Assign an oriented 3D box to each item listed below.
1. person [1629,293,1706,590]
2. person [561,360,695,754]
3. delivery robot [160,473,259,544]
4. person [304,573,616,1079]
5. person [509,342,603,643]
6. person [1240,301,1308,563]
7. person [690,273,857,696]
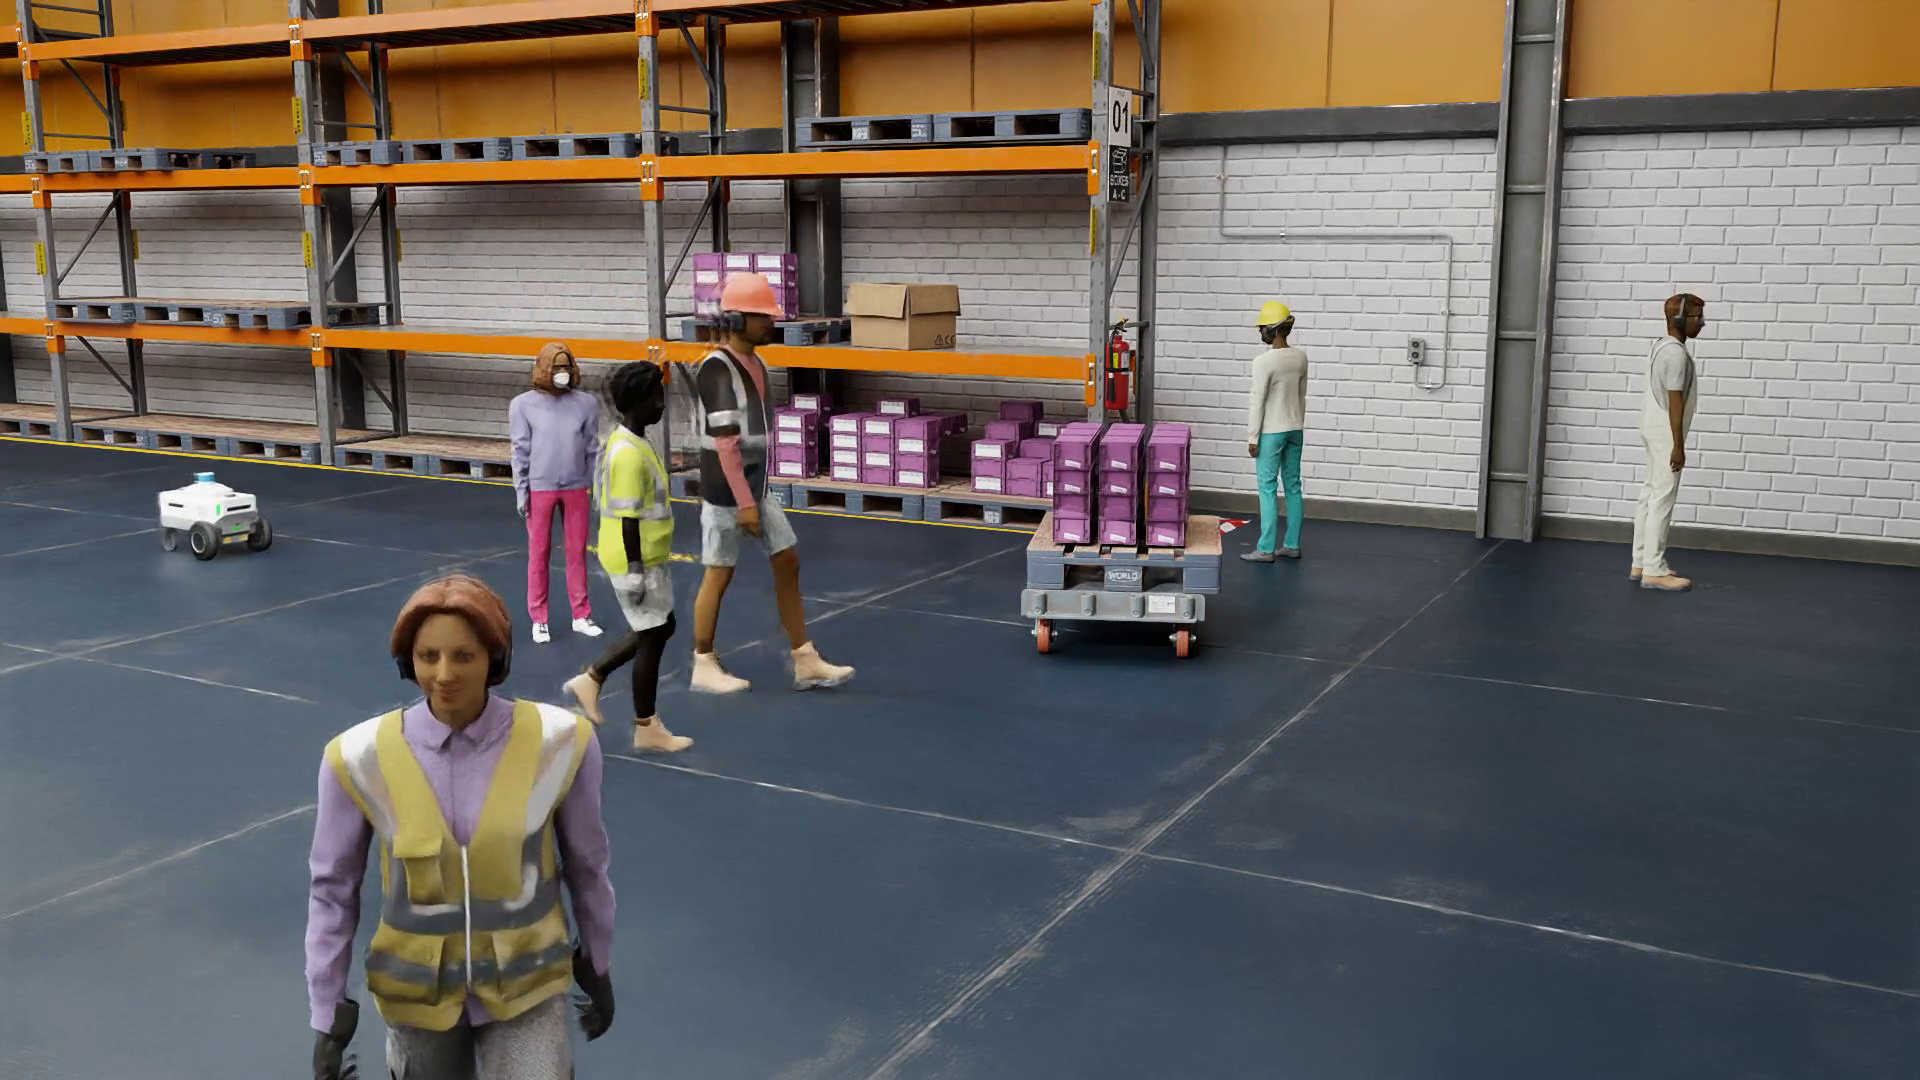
[{"bbox_3d":[4.422,-0.616,10.389,0.326,1.842,0.515,2,10,9],"label":"person"},{"bbox_3d":[-1.403,0.082,6.987,0.465,1.679,0.537,-2,10,-9],"label":"person"},{"bbox_3d":[-5.201,-0.223,11.511,0.707,0.478,0.477,7,12,32],"label":"delivery robot"},{"bbox_3d":[-0.910,0.846,3.073,0.543,1.589,0.879,-2,11,-12],"label":"person"},{"bbox_3d":[-2.180,-0.260,9.030,0.503,1.630,0.271,-6,12,-30],"label":"person"},{"bbox_3d":[2.120,-0.720,11.205,0.524,1.761,0.338,-8,13,-37],"label":"person"},{"bbox_3d":[-0.911,-0.227,7.813,0.918,2.008,0.621,4,11,20],"label":"person"}]
